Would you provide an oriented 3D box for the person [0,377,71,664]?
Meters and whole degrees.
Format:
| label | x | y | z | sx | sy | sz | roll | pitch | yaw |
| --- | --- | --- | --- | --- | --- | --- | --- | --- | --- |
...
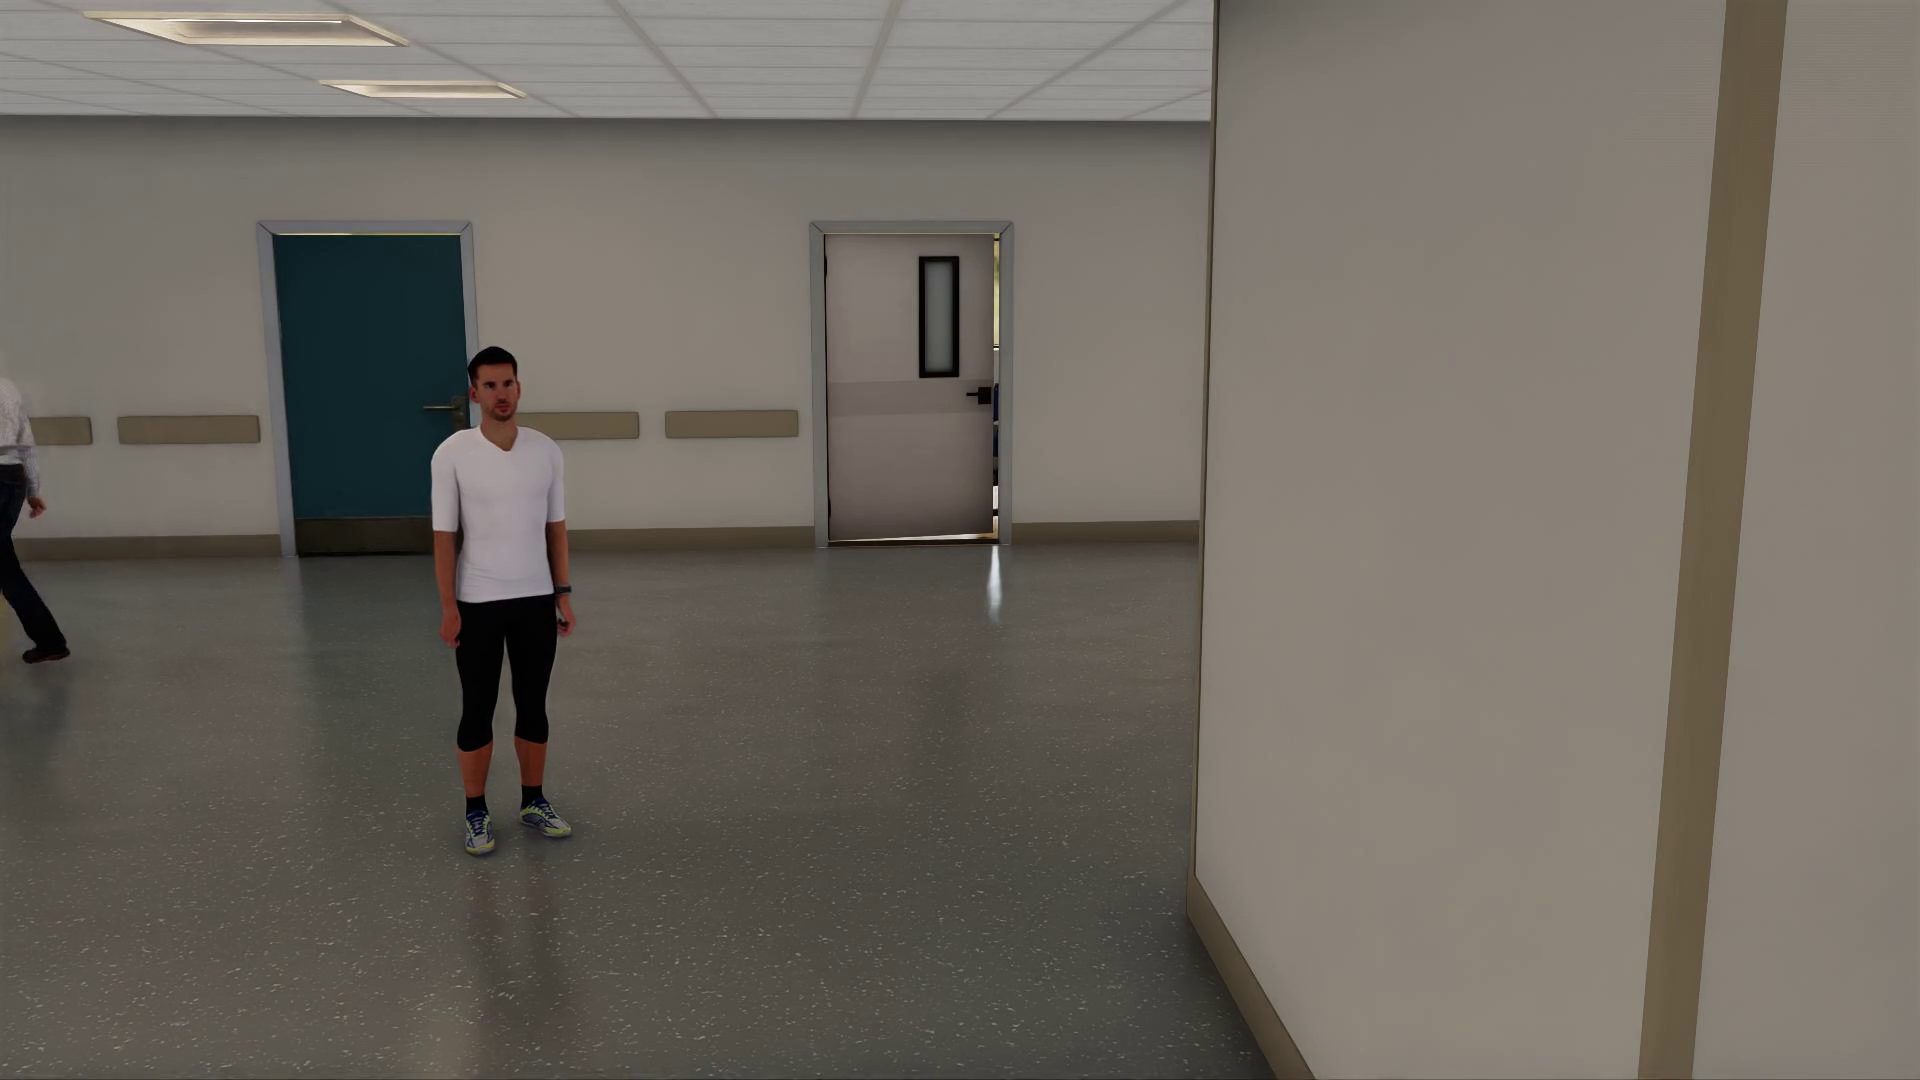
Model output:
| label | x | y | z | sx | sy | sz | roll | pitch | yaw |
| --- | --- | --- | --- | --- | --- | --- | --- | --- | --- |
| person | -4.937 | -0.211 | 8.571 | 1.277 | 1.779 | 1.006 | 4 | 11 | 20 |

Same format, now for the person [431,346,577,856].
| label | x | y | z | sx | sy | sz | roll | pitch | yaw |
| --- | --- | --- | --- | --- | --- | --- | --- | --- | --- |
| person | -1.697 | 0.205 | 6.183 | 0.679 | 1.851 | 0.812 | -7 | 13 | -32 |
